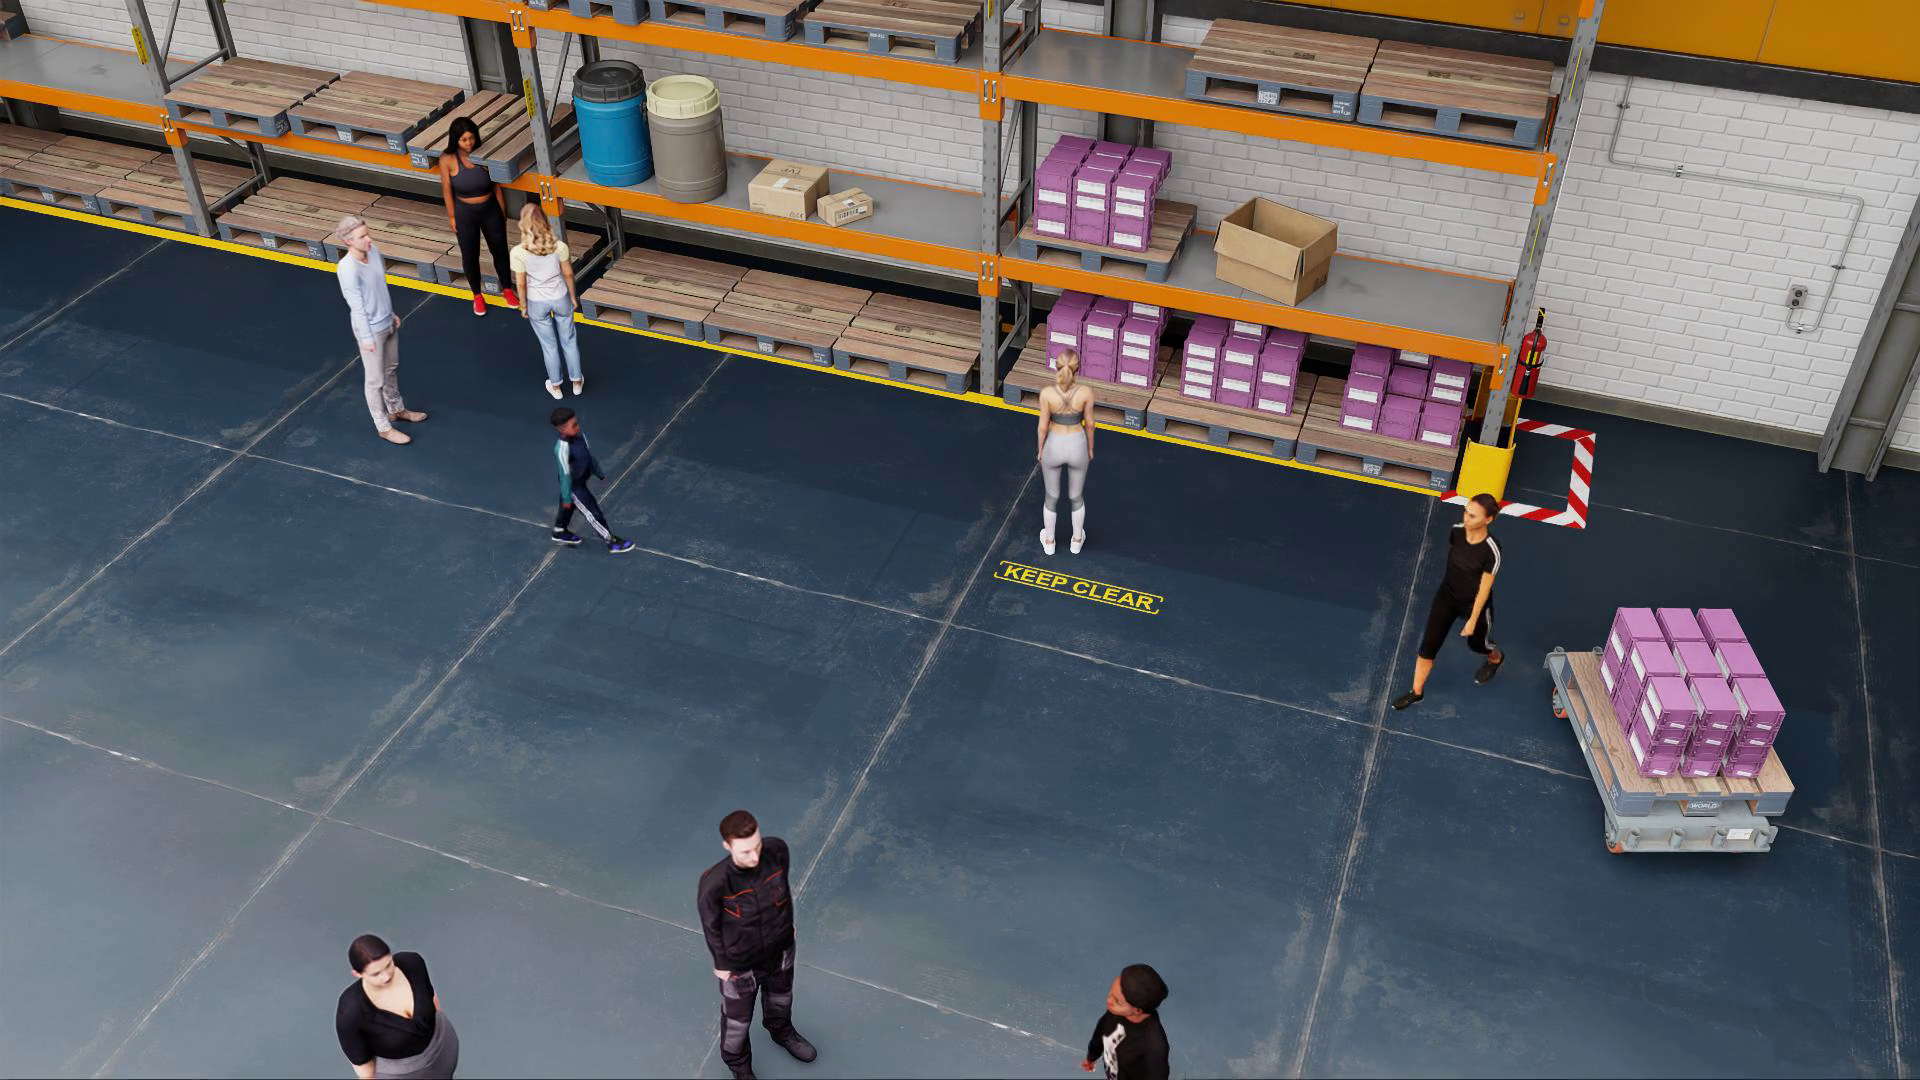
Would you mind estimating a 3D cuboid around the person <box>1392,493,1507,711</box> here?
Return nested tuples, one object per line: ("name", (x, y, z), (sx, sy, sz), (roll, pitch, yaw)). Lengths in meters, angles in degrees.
("person", (3.286, 0.385, 10.593), (1.065, 1.631, 1.105), (-23, 44, -26))

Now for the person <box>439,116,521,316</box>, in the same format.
("person", (-4.206, -2.849, 14.495), (0.764, 1.815, 0.829), (-15, 41, -18))

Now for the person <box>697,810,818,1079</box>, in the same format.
("person", (-1.025, 2.034, 8.301), (0.775, 1.914, 0.759), (-31, 48, -33))

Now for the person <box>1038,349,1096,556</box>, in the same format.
("person", (0.747, -0.620, 11.793), (0.593, 1.704, 0.695), (0, 39, 0))

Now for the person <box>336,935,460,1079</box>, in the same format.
("person", (-2.638, 2.455, 7.898), (0.688, 1.759, 0.727), (22, 44, 25))

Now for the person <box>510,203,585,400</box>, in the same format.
("person", (-3.307, -1.912, 13.396), (0.695, 1.723, 0.767), (-14, 41, -17))

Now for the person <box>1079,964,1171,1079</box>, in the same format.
("person", (0.894, 2.548, 7.889), (1.149, 1.625, 1.033), (-12, 40, -15))

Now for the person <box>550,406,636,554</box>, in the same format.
("person", (-2.813, -0.433, 11.944), (0.923, 1.224, 0.630), (5, 39, 7))

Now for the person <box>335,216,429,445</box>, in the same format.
("person", (-4.561, -1.661, 12.945), (0.619, 1.893, 0.689), (7, 39, 9))
